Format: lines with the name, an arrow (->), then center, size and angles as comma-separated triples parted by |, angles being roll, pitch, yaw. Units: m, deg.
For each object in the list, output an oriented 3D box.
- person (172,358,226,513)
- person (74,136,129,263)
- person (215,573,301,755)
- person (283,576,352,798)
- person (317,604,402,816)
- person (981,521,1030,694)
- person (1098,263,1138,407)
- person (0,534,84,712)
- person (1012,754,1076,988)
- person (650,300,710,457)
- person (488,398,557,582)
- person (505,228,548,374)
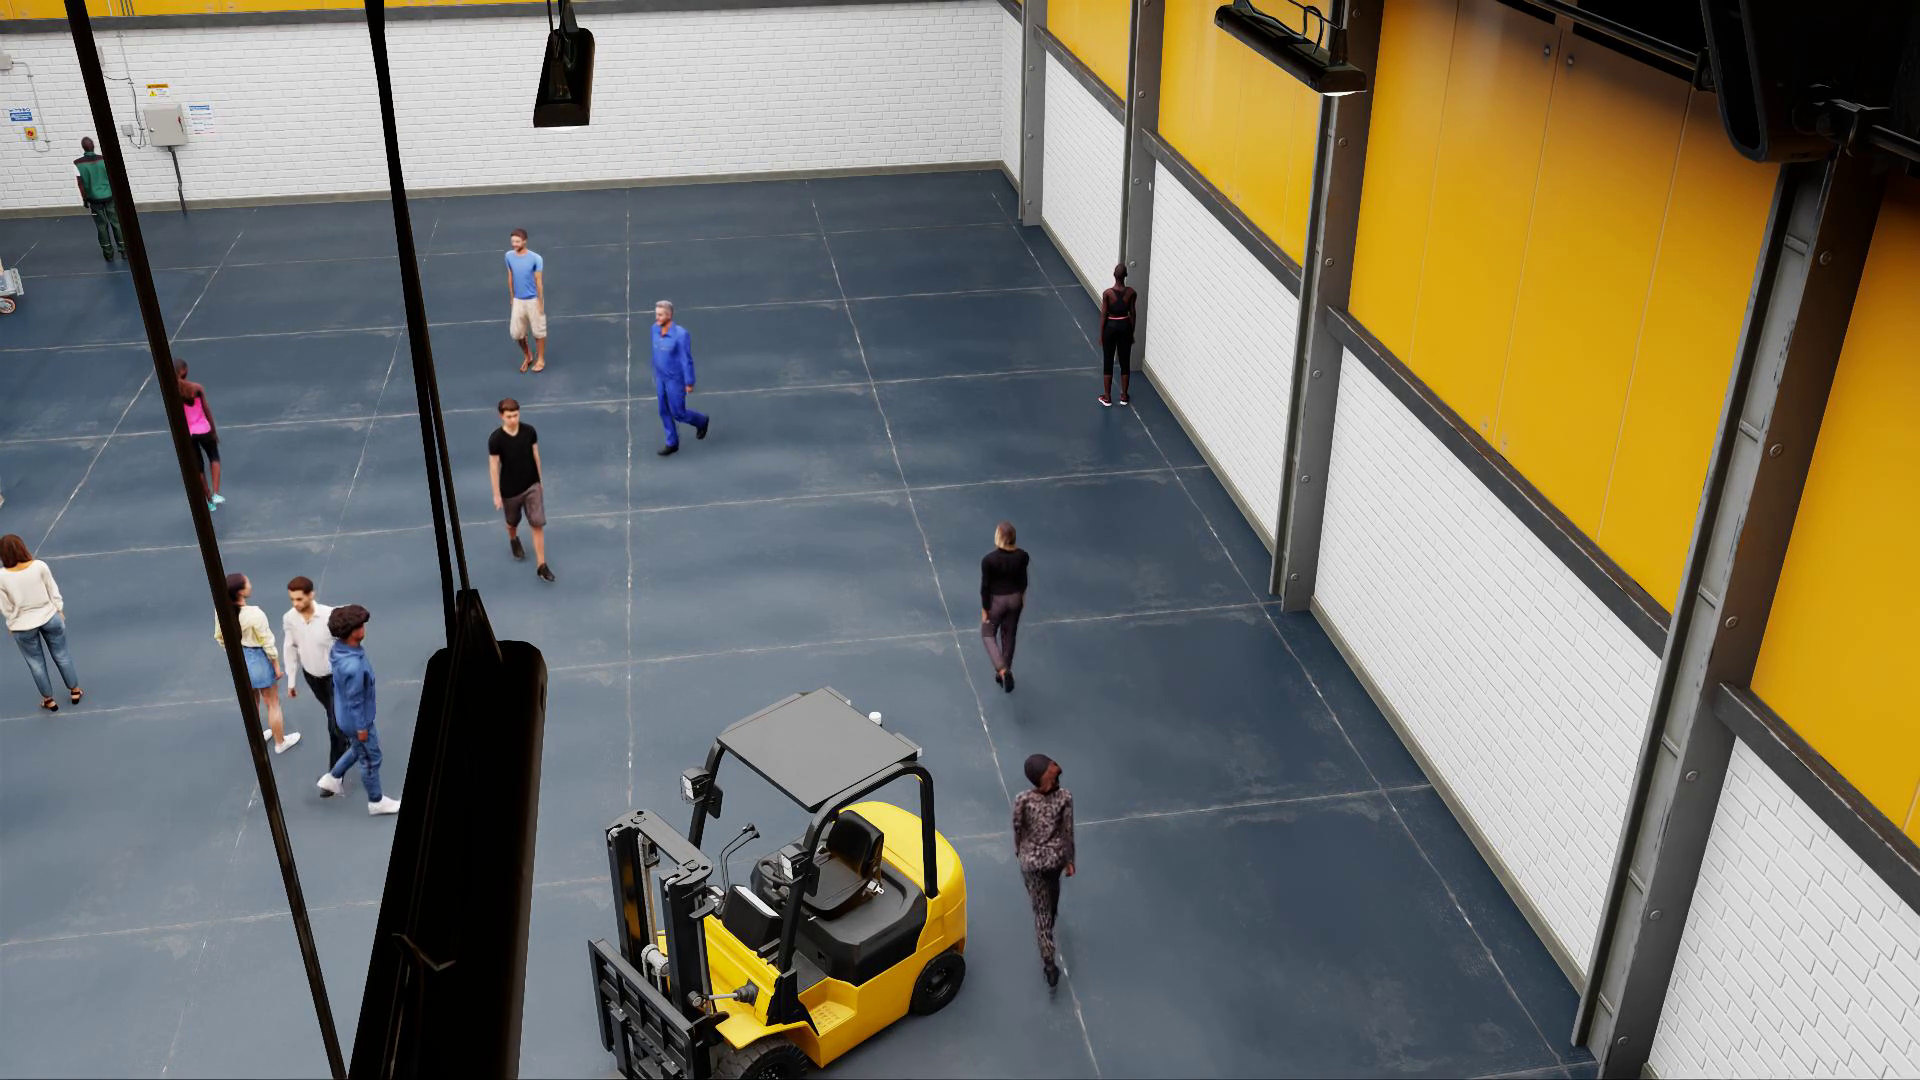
person -> -7.959, -1.060, 17.327 | 0.638, 1.716, 0.667 | -11, 31, -19
person -> -12.629, -5.028, 24.472 | 0.757, 1.840, 0.722 | -14, 32, -24
person -> -5.794, 1.009, 13.624 | 0.711, 1.630, 0.678 | 6, 29, 12
person -> -5.042, 1.053, 13.333 | 0.914, 1.831, 1.238 | 3, 29, 5
person -> -4.739, 1.334, 12.863 | 0.865, 1.788, 0.870 | -9, 30, -16
person -> 0.400, 0.622, 14.304 | 0.669, 1.658, 0.831 | -10, 30, -17
person -> 1.875, -2.456, 19.842 | 0.602, 1.758, 0.533 | -3, 29, -6
person -> -7.857, 0.695, 14.145 | 0.692, 1.683, 0.678 | -18, 33, -29
person -> 0.564, 2.247, 11.309 | 0.602, 1.673, 1.143 | -3, 29, -5
person -> -3.180, -1.834, 18.646 | 1.028, 1.811, 1.081 | 20, 35, 33
person -> -4.338, -0.552, 16.278 | 0.993, 1.830, 1.304 | -16, 33, -27
person -> -5.368, -3.035, 20.804 | 0.743, 1.853, 0.773 | 4, 29, 8
